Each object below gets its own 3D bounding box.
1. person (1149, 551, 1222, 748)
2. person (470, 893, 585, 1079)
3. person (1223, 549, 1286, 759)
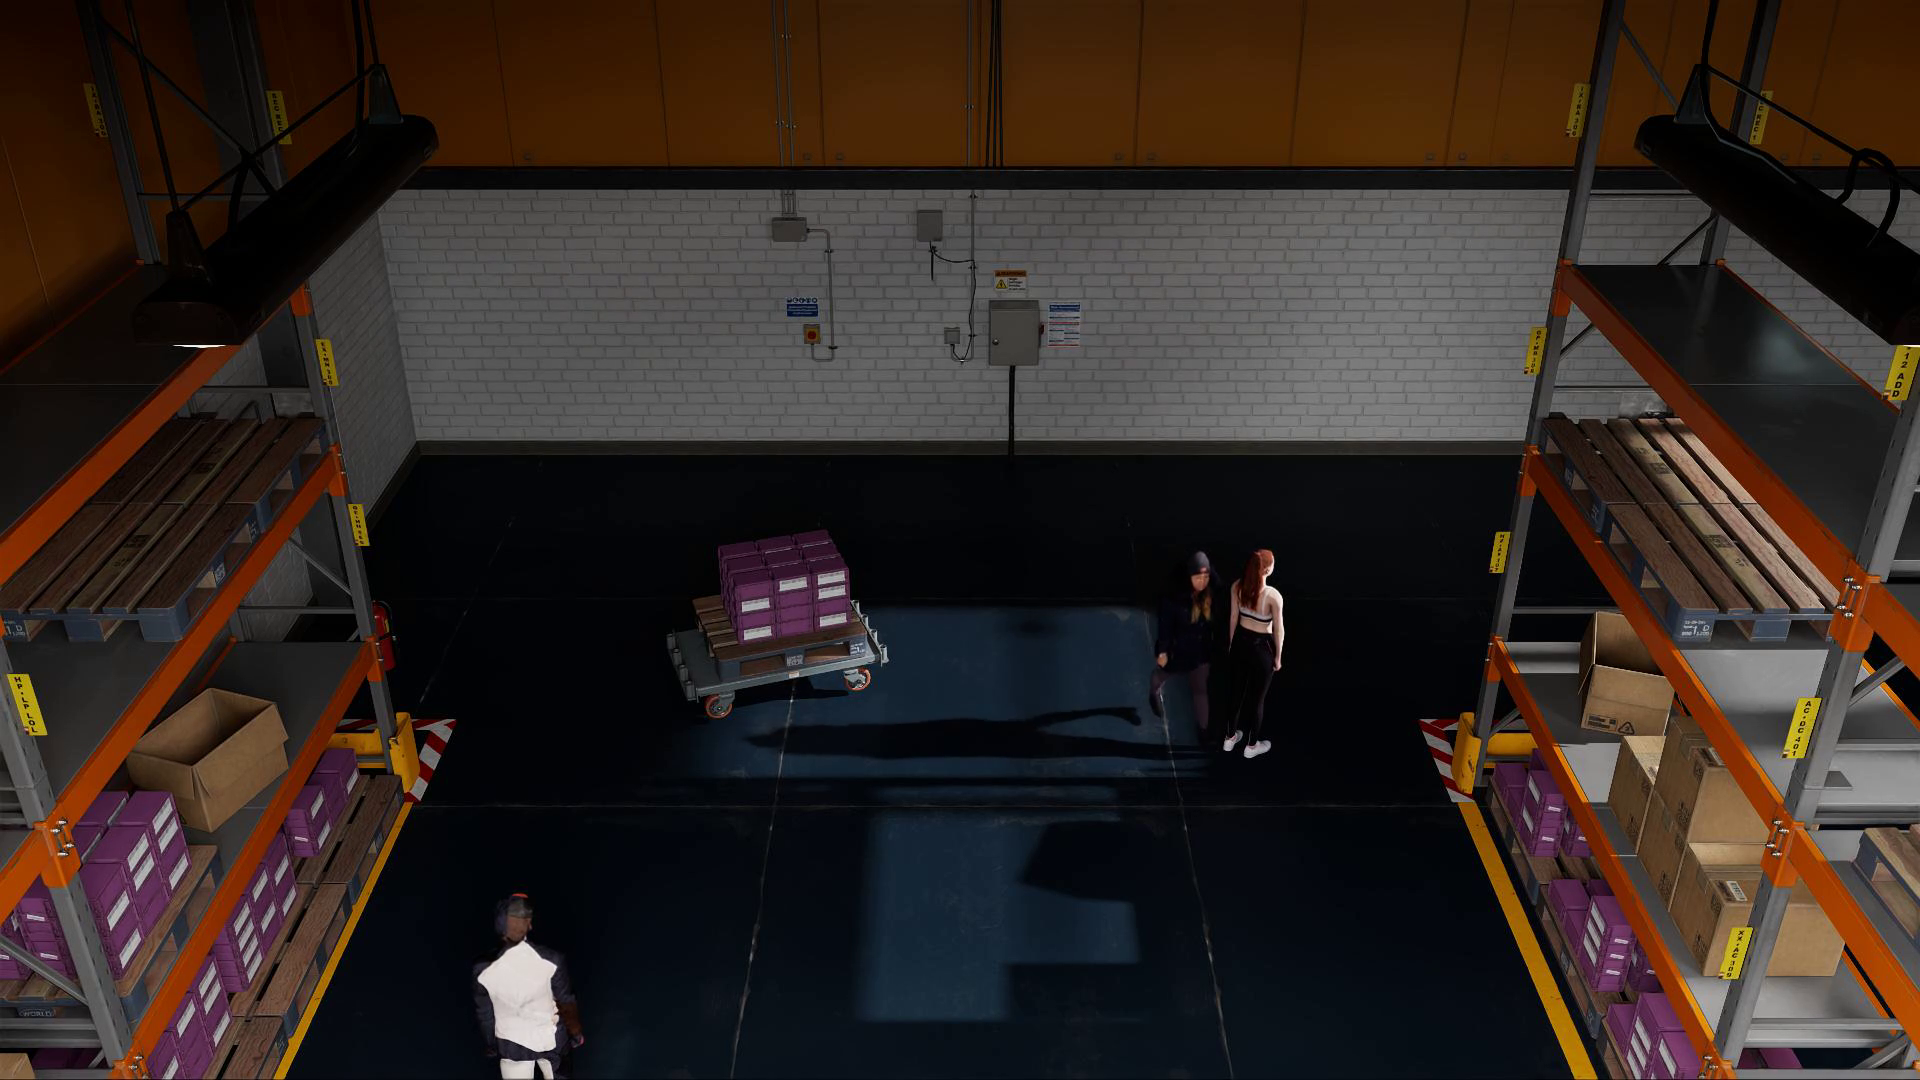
[{"bbox_3d":[1.683,0.773,12.749,0.922,1.606,1.203,-10,30,-18],"label":"person"},{"bbox_3d":[-2.305,2.681,8.953,0.726,1.892,0.647,-5,29,-9],"label":"person"},{"bbox_3d":[2.190,0.840,12.484,0.661,1.742,0.697,21,35,33],"label":"person"}]
